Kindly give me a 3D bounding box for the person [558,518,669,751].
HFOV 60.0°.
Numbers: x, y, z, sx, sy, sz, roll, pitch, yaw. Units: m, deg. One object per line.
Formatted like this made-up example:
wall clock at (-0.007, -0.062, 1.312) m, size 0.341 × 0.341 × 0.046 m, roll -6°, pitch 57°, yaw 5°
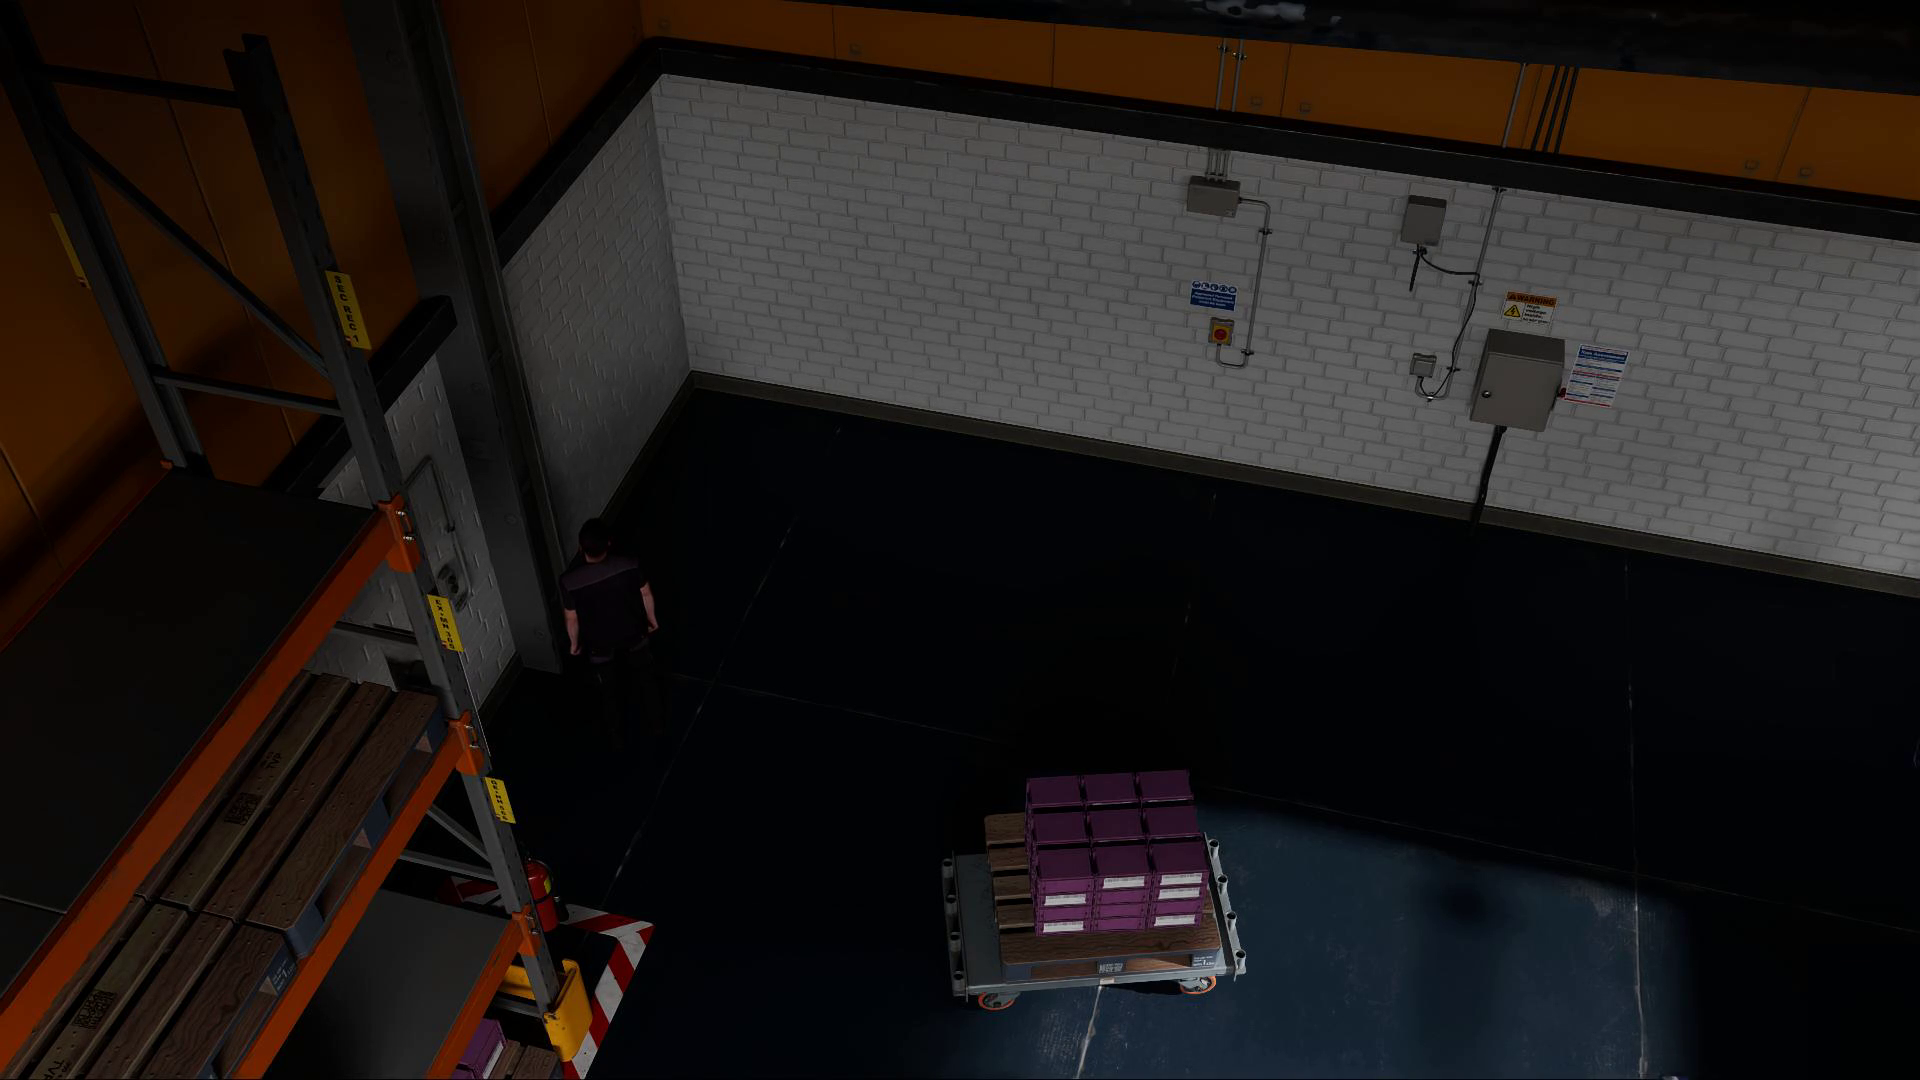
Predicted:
person at (-2.149, 0.583, 10.320) m, size 0.805 × 1.845 × 0.832 m, roll -17°, pitch 46°, yaw -17°
